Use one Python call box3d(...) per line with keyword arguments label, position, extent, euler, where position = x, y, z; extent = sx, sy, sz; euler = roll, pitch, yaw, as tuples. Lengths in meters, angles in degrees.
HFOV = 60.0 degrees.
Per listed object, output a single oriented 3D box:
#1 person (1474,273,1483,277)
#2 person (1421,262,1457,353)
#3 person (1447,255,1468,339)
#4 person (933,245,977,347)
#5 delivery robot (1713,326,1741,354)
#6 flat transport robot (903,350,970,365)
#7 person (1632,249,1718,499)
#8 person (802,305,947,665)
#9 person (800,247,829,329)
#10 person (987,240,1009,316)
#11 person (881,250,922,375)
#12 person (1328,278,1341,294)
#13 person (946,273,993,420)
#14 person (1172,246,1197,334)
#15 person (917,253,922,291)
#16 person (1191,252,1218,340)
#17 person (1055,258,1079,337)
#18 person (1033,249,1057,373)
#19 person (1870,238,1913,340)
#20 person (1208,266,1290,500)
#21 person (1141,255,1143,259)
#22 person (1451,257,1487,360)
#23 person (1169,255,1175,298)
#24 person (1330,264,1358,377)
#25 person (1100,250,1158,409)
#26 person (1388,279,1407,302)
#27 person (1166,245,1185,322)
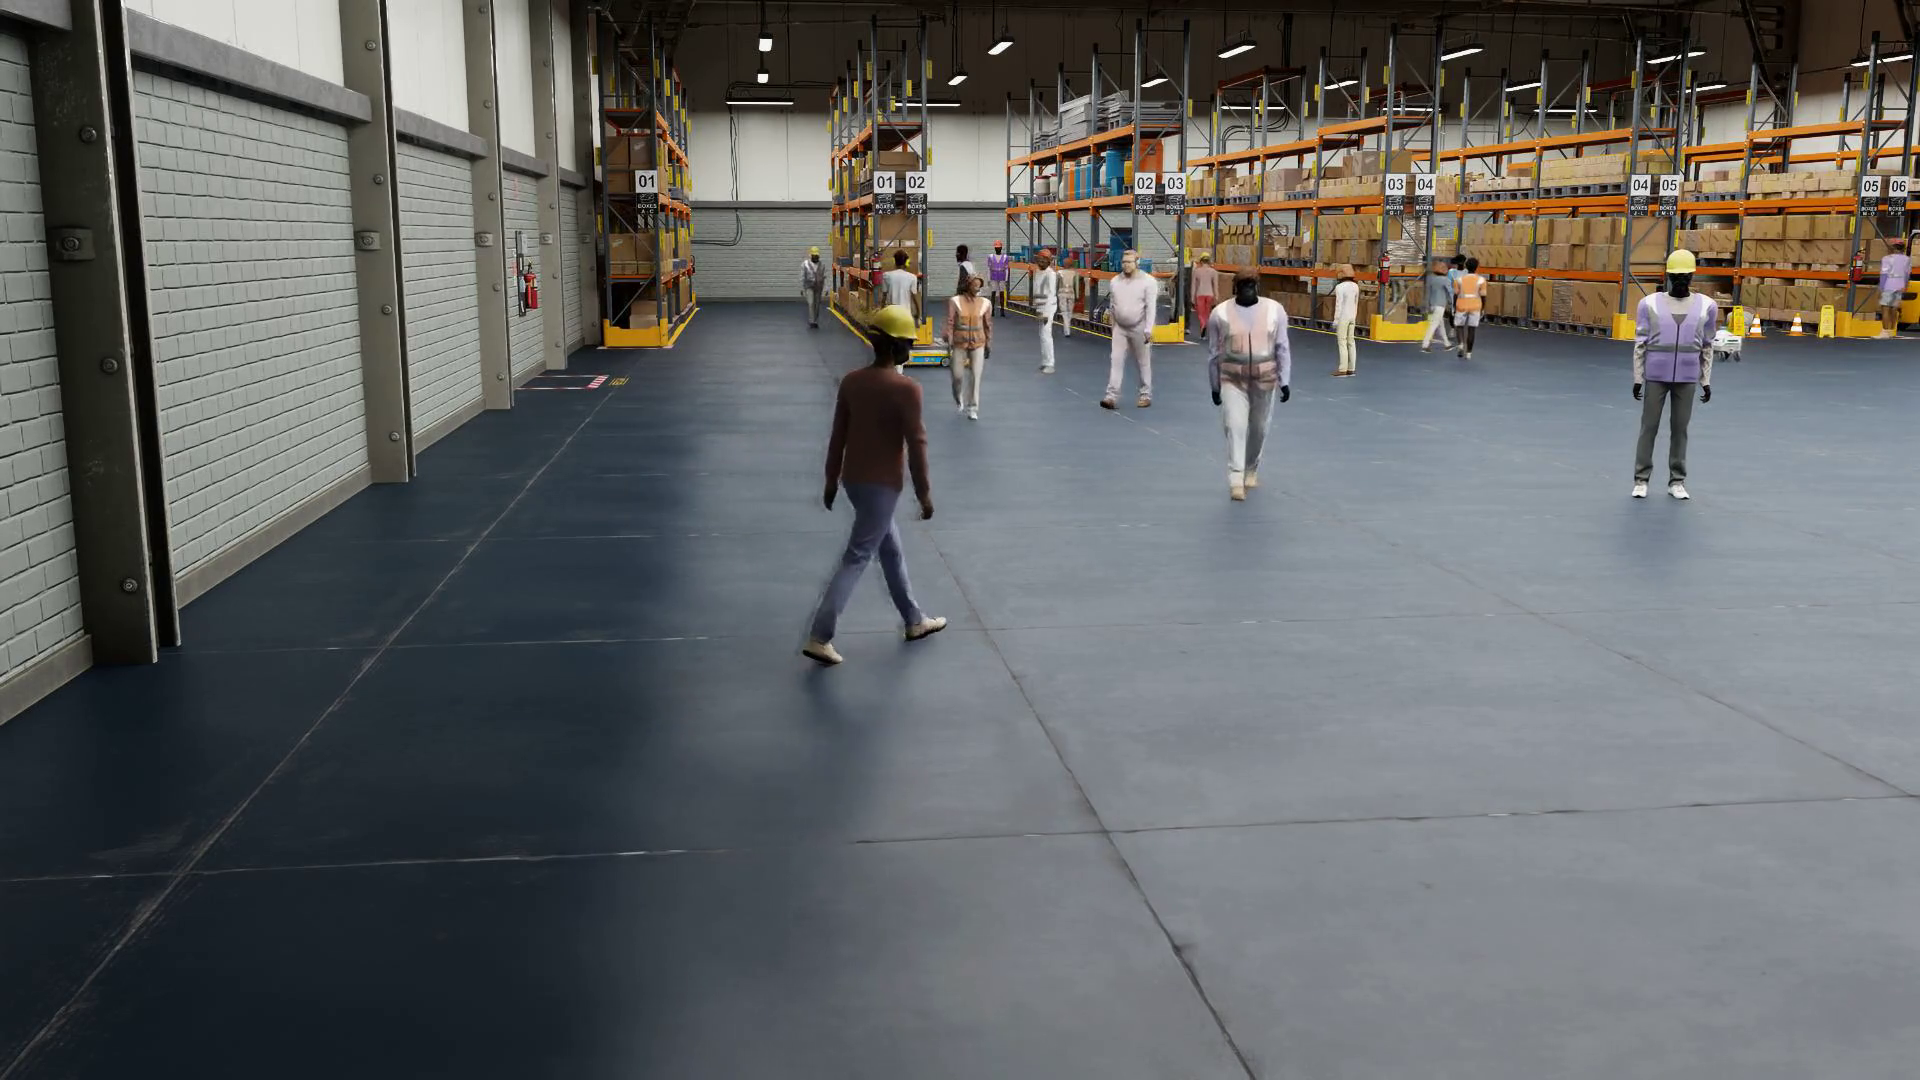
box3d(label="person", position=(15.907, -8.285, 51.176), extent=(0.469, 1.977, 0.638), euler=(8, 13, 37))
box3d(label="person", position=(8.459, -4.091, 29.271), extent=(0.872, 1.585, 0.495), euler=(-4, 11, -23))
box3d(label="person", position=(9.936, -4.825, 33.051), extent=(0.548, 1.668, 0.619), euler=(1, 10, 7))
box3d(label="person", position=(0.000, -4.436, 30.374), extent=(0.982, 1.864, 0.621), euler=(1, 10, 5))
box3d(label="delivery robot", position=(12.494, -3.260, 27.285), extent=(0.477, 0.478, 0.707), euler=(-1, 10, -5))
box3d(label="flat transport robot", position=(-0.576, -2.871, 26.185), extent=(1.431, 0.197, 0.652), euler=(-1, 10, -7))
box3d(label="person", position=(5.522, -1.274, 12.885), extent=(0.588, 1.928, 0.383), euler=(3, 11, 15))
box3d(label="person", position=(-0.414, -0.269, 8.010), extent=(0.994, 1.707, 0.538), euler=(-10, 14, -42))
box3d(label="person", position=(-3.198, -5.575, 36.854), extent=(0.605, 1.781, 0.922), euler=(-4, 11, -19))
box3d(label="person", position=(0.972, -6.679, 42.493), extent=(0.544, 1.939, 0.354), euler=(0, 10, 2))
box3d(label="person", position=(-0.803, -3.121, 23.241), extent=(0.575, 1.834, 0.843), euler=(3, 11, 14))
box3d(label="person", position=(11.185, -7.924, 49.413), extent=(0.920, 1.897, 0.626), euler=(-8, 13, -37))
box3d(label="person", position=(0.106, -2.169, 18.625), extent=(0.527, 1.618, 0.495), euler=(-1, 10, -3))
box3d(label="person", position=(4.702, -5.241, 34.893), extent=(0.538, 1.833, 0.589), euler=(-1, 10, -5))
box3d(label="person", position=(-1.269, -6.847, 43.363), extent=(0.642, 1.947, 0.973), euler=(-2, 11, -13))
box3d(label="person", position=(4.805, -4.775, 32.626), extent=(0.540, 1.735, 0.640), euler=(-1, 10, -3))
box3d(label="person", position=(2.164, -4.915, 33.765), extent=(0.513, 1.599, 0.845), euler=(-2, 11, -13))
box3d(label="person", position=(1.261, -3.428, 24.939), extent=(0.373, 1.854, 0.750), euler=(-3, 11, -16))
box3d(label="person", position=(18.438, -4.965, 32.944), extent=(0.776, 1.996, 0.468), euler=(-1, 10, -7))
box3d(label="person", position=(2.267, -1.253, 13.119), extent=(0.628, 1.812, 0.890), euler=(1, 10, 4))
box3d(label="person", position=(4.107, -6.251, 40.139), extent=(0.635, 1.937, 0.352), euler=(-2, 11, -12))
box3d(label="person", position=(8.417, -3.820, 27.493), extent=(0.556, 1.684, 0.368), euler=(4, 11, 19))
box3d(label="person", position=(5.529, -6.527, 42.215), extent=(0.483, 1.735, 0.474), euler=(-2, 11, -11))
box3d(label="person", position=(5.602, -3.193, 24.214), extent=(0.507, 1.632, 0.268), euler=(-9, 14, -41))
box3d(label="person", position=(1.987, -2.456, 19.554), extent=(0.664, 1.863, 0.982), euler=(6, 12, 29))
box3d(label="person", position=(11.134, -6.598, 42.341), extent=(0.559, 1.832, 0.514), euler=(6, 12, 30))
box3d(label="person", position=(5.165, -6.075, 39.466), extent=(0.595, 1.831, 0.403), euler=(0, 10, 2))
